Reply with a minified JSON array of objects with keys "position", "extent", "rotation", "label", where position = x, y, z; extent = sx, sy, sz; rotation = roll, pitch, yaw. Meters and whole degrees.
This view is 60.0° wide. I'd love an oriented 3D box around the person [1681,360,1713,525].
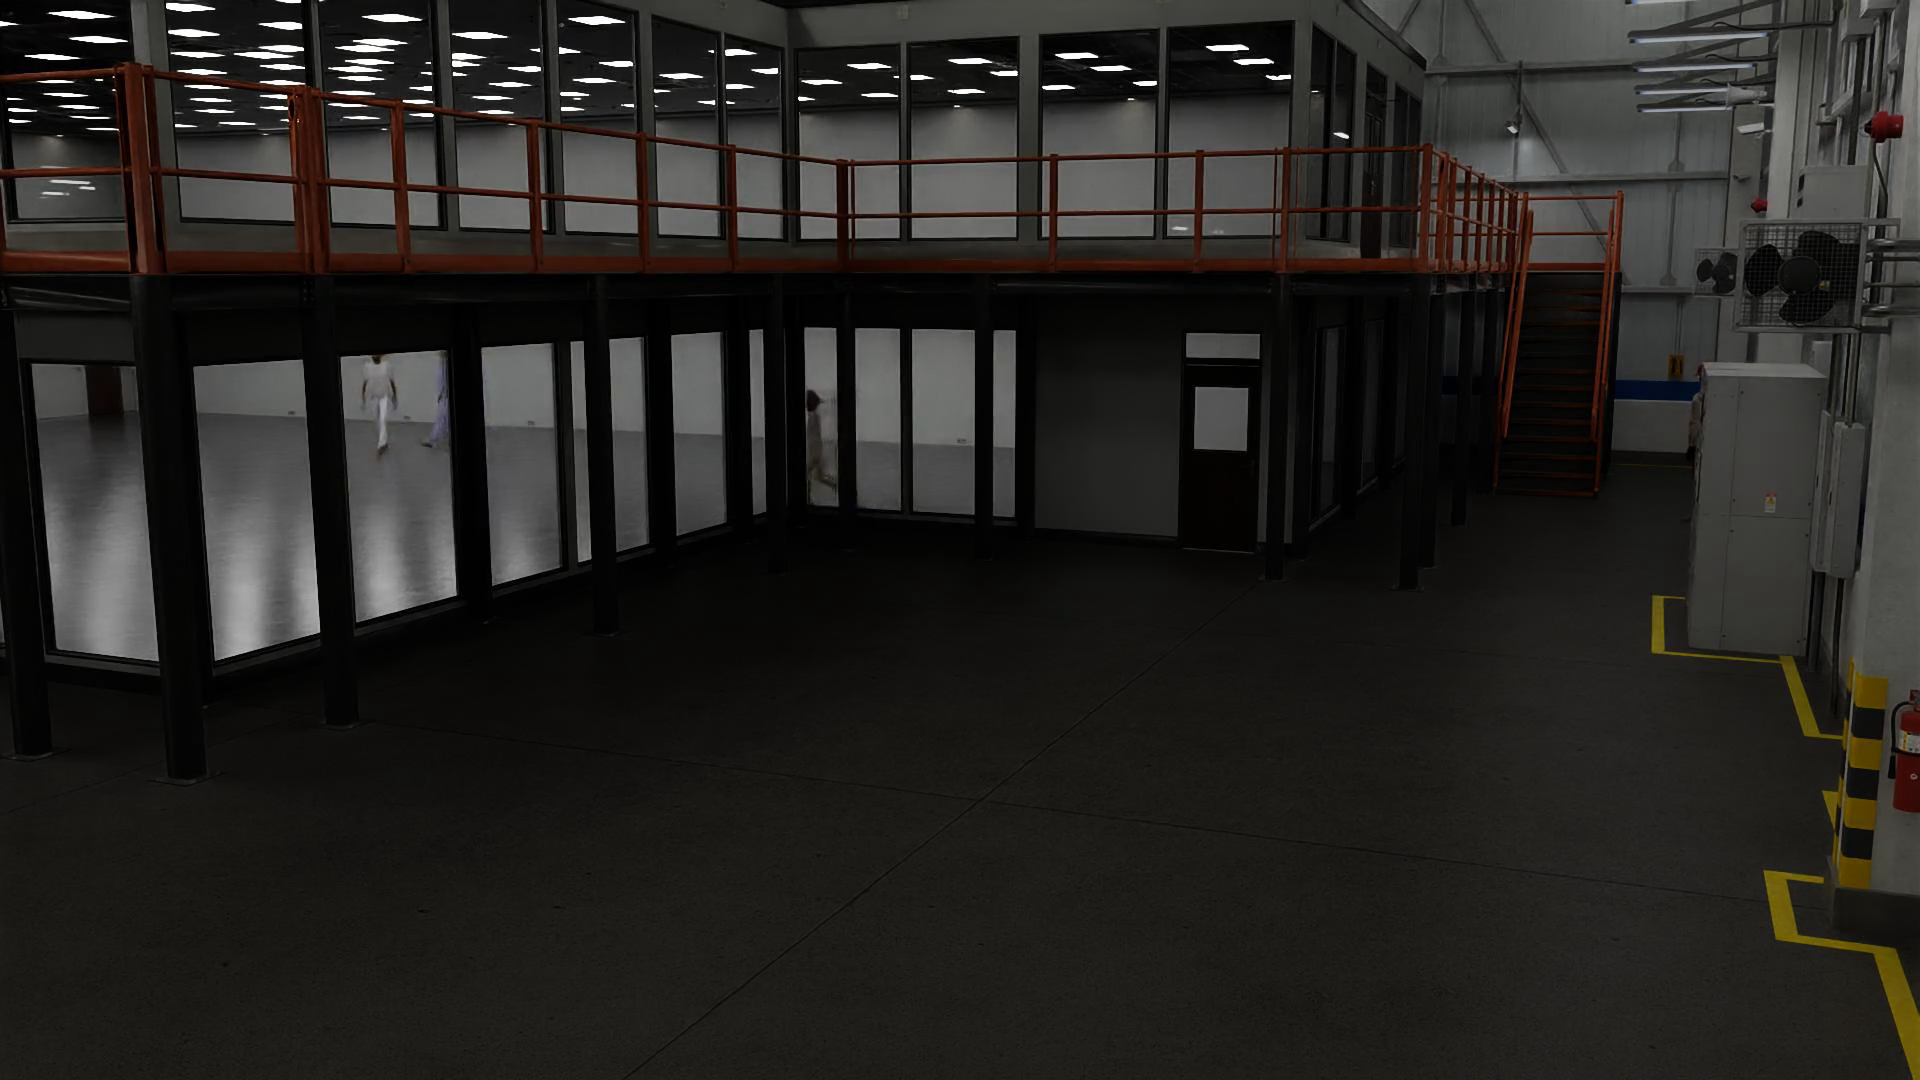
[{"position":[8.961,-1.159,19.993],"extent":[0.607,1.987,0.412],"rotation":[-5,11,-31],"label":"person"}]
